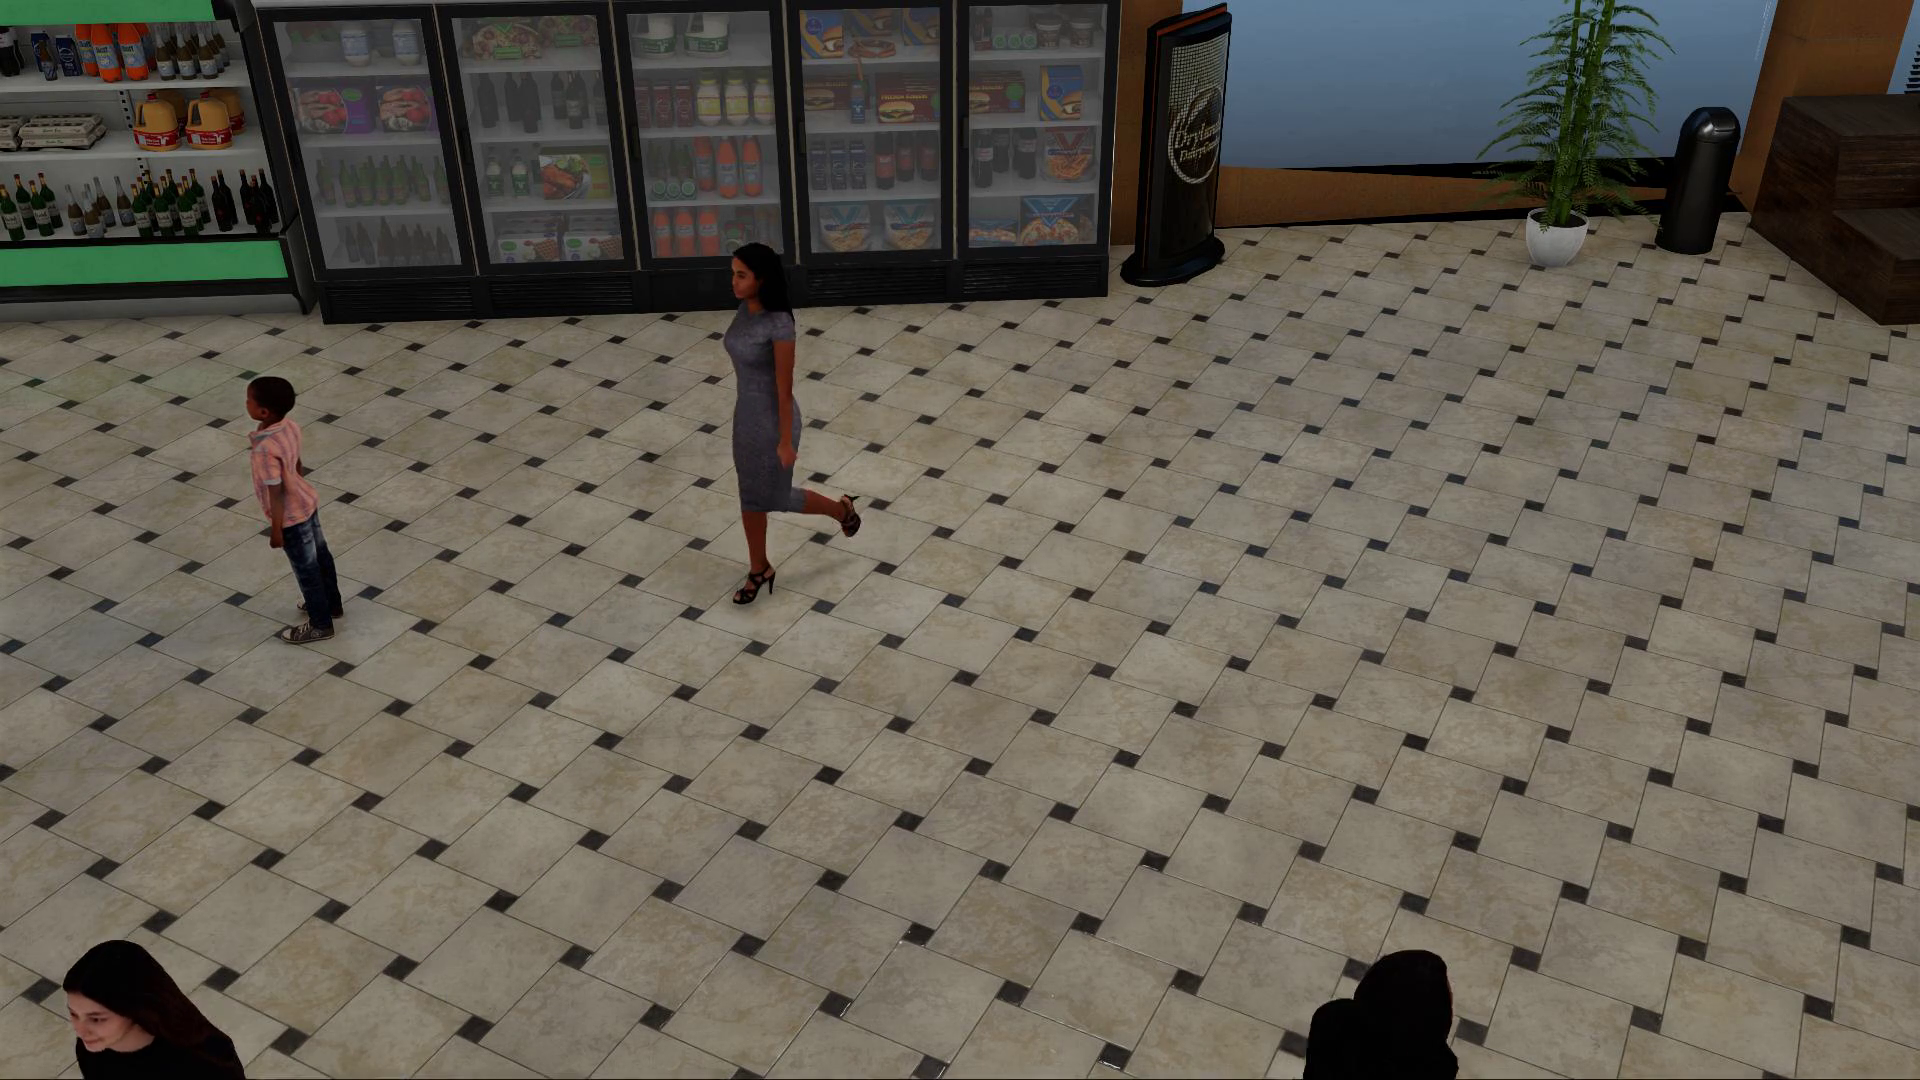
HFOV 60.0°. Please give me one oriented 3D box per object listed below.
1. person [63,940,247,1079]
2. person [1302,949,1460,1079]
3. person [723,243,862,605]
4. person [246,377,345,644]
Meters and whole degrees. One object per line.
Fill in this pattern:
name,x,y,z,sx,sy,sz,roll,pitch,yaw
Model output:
person,-1.943,1.615,4.379,1.087,1.594,0.801,3,32,6
person,0.947,1.713,4.239,1.171,1.574,1.050,-27,41,-36
person,-0.803,-0.523,7.656,1.054,1.762,0.916,-23,38,-32
person,-2.996,-0.145,7.477,0.507,1.306,0.516,0,32,0
